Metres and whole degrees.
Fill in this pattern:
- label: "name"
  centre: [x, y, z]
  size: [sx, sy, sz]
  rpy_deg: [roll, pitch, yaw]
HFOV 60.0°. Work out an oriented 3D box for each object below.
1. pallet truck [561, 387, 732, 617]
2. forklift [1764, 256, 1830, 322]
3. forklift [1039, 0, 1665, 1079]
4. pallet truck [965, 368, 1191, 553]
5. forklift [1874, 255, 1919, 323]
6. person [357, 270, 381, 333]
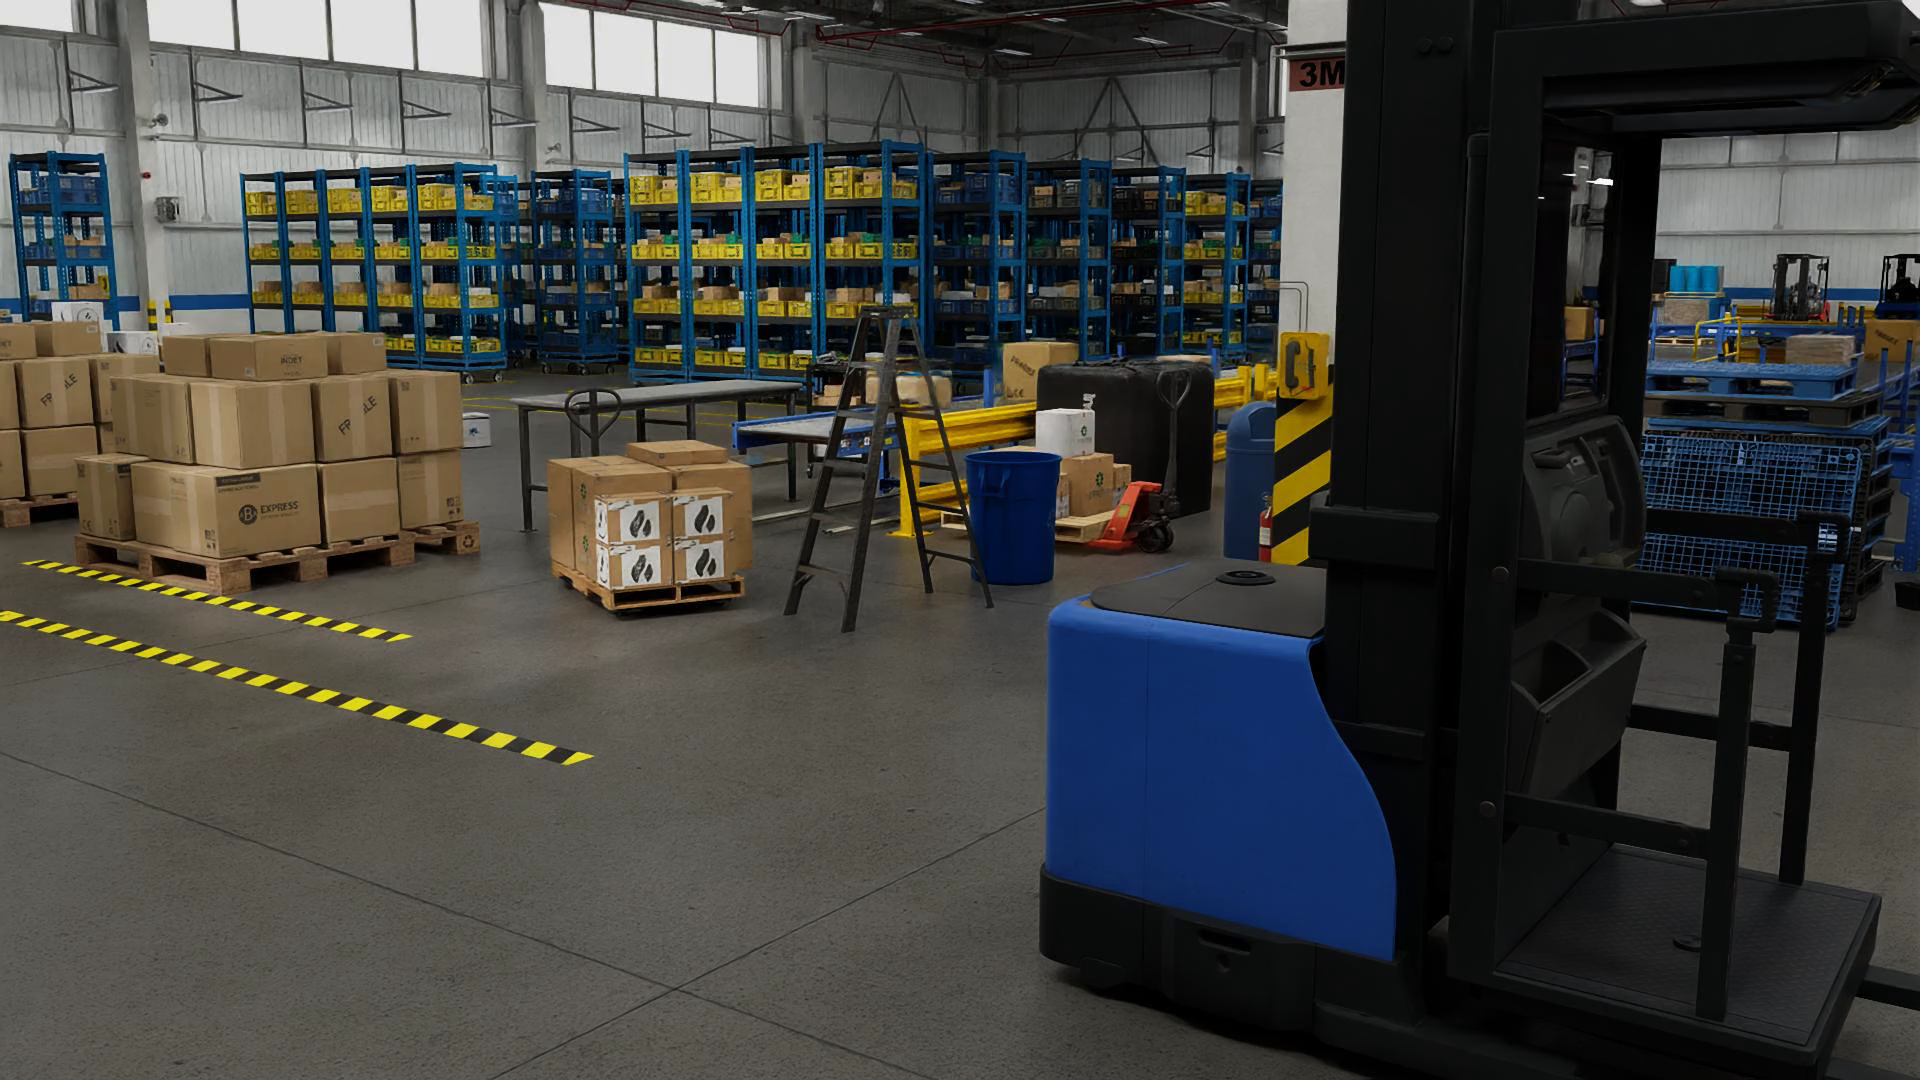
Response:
- label: "pallet truck"
  centre: [-1.981, -0.274, 10.088]
  size: [0.680, 1.201, 1.601]
  rpy_deg: [-5, 11, -28]
- label: "forklift"
  centre: [20.253, -5.854, 40.139]
  size: [1.157, 1.987, 2.680]
  rpy_deg: [7, 12, 35]
- label: "forklift"
  centre: [1.249, -0.137, 4.360]
  size: [1.873, 2.768, 1.129]
  rpy_deg: [7, 12, 35]
- label: "pallet truck"
  centre: [0.845, -0.609, 11.869]
  size: [1.630, 1.274, 0.653]
  rpy_deg: [7, 12, 35]
- label: "forklift"
  centre: [22.089, -5.634, 38.796]
  size: [1.157, 1.987, 2.680]
  rpy_deg: [6, 11, 33]
- label: "person"
  centre: [-12.333, -4.710, 34.704]
  size: [0.442, 1.828, 0.581]
  rpy_deg: [-9, 13, -43]
